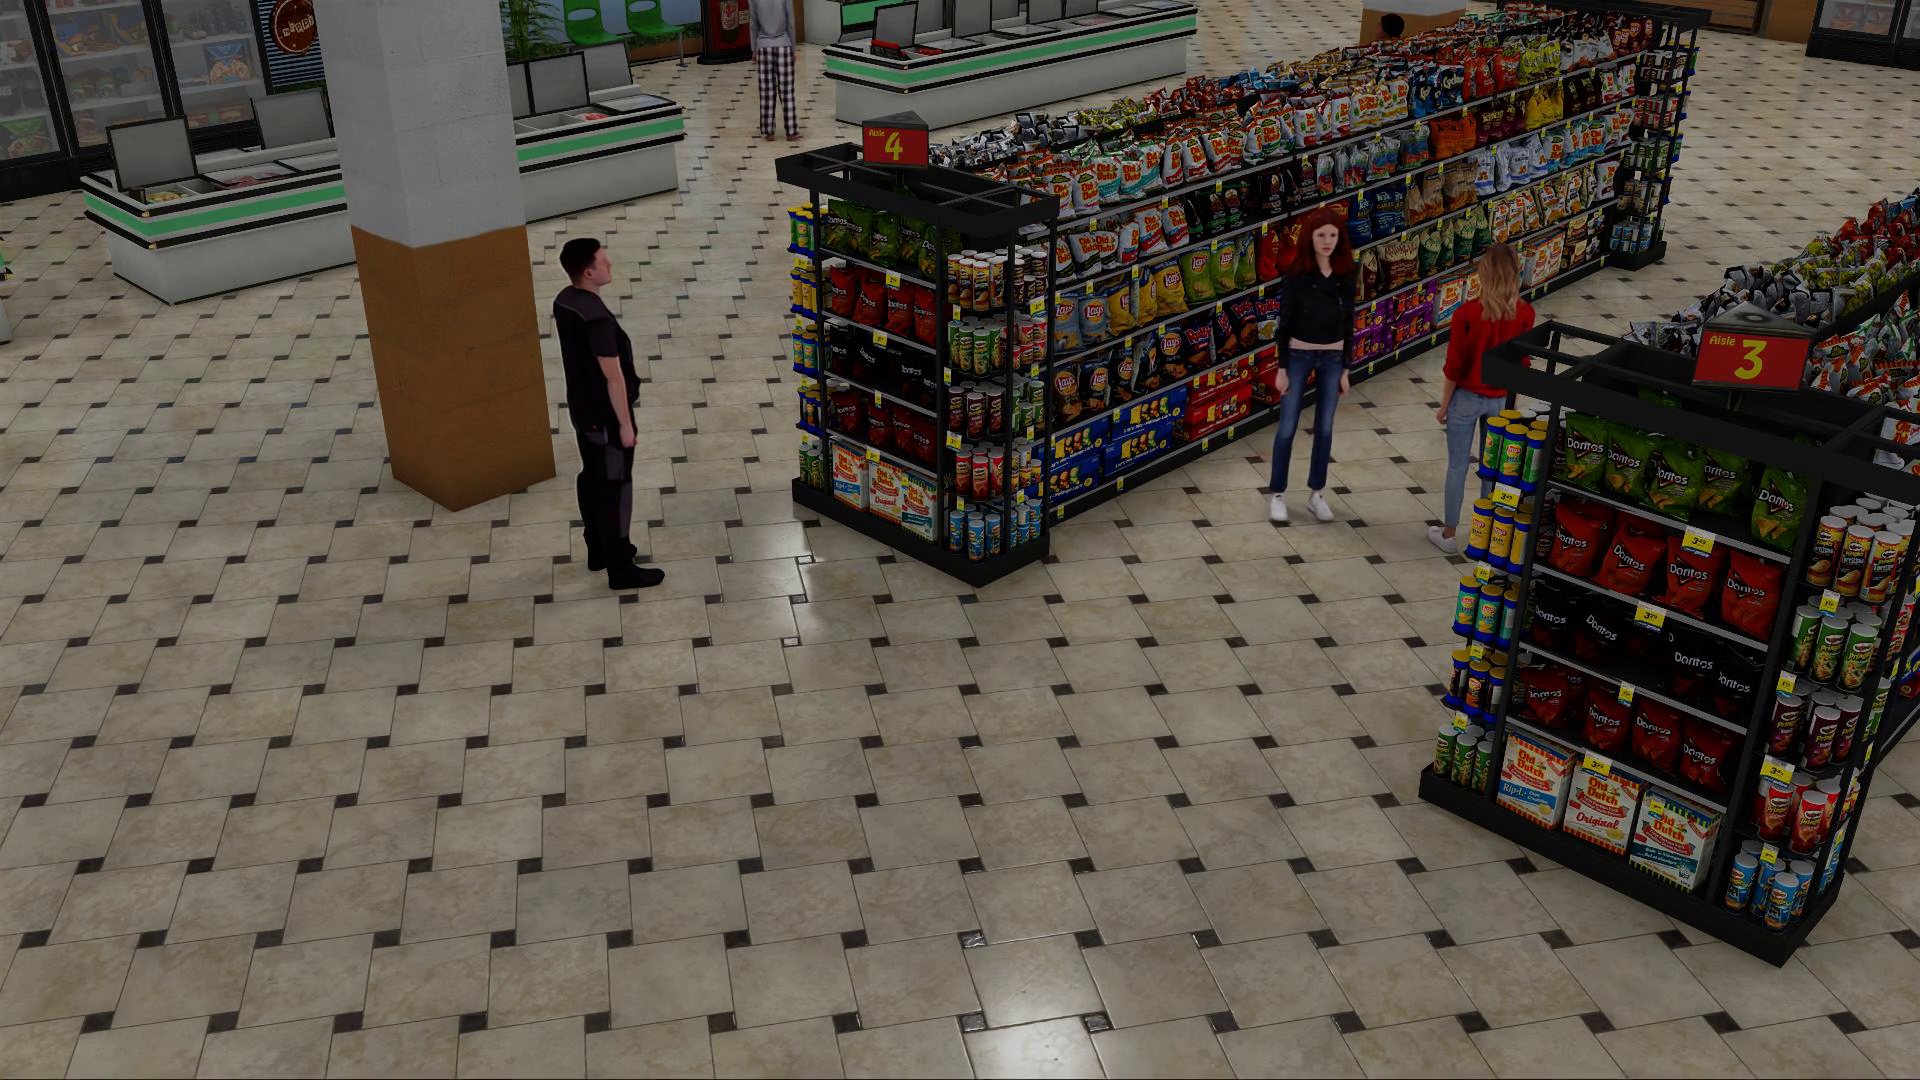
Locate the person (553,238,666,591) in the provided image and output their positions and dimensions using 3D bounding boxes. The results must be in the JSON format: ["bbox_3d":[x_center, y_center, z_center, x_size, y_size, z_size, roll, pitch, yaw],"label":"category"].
[{"bbox_3d":[-1.829,-0.646,8.479,0.671,1.846,0.774,-16,31,-29],"label":"person"}]

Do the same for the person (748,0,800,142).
[{"bbox_3d":[-1.922,-5.070,17.200,0.706,1.847,0.760,0,27,1],"label":"person"}]

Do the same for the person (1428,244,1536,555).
[{"bbox_3d":[2.757,-0.733,8.806,0.653,1.704,0.742,-3,27,-5],"label":"person"}]

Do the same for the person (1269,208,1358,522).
[{"bbox_3d":[1.936,-0.950,9.140,0.647,1.789,0.717,-2,27,-4],"label":"person"}]
